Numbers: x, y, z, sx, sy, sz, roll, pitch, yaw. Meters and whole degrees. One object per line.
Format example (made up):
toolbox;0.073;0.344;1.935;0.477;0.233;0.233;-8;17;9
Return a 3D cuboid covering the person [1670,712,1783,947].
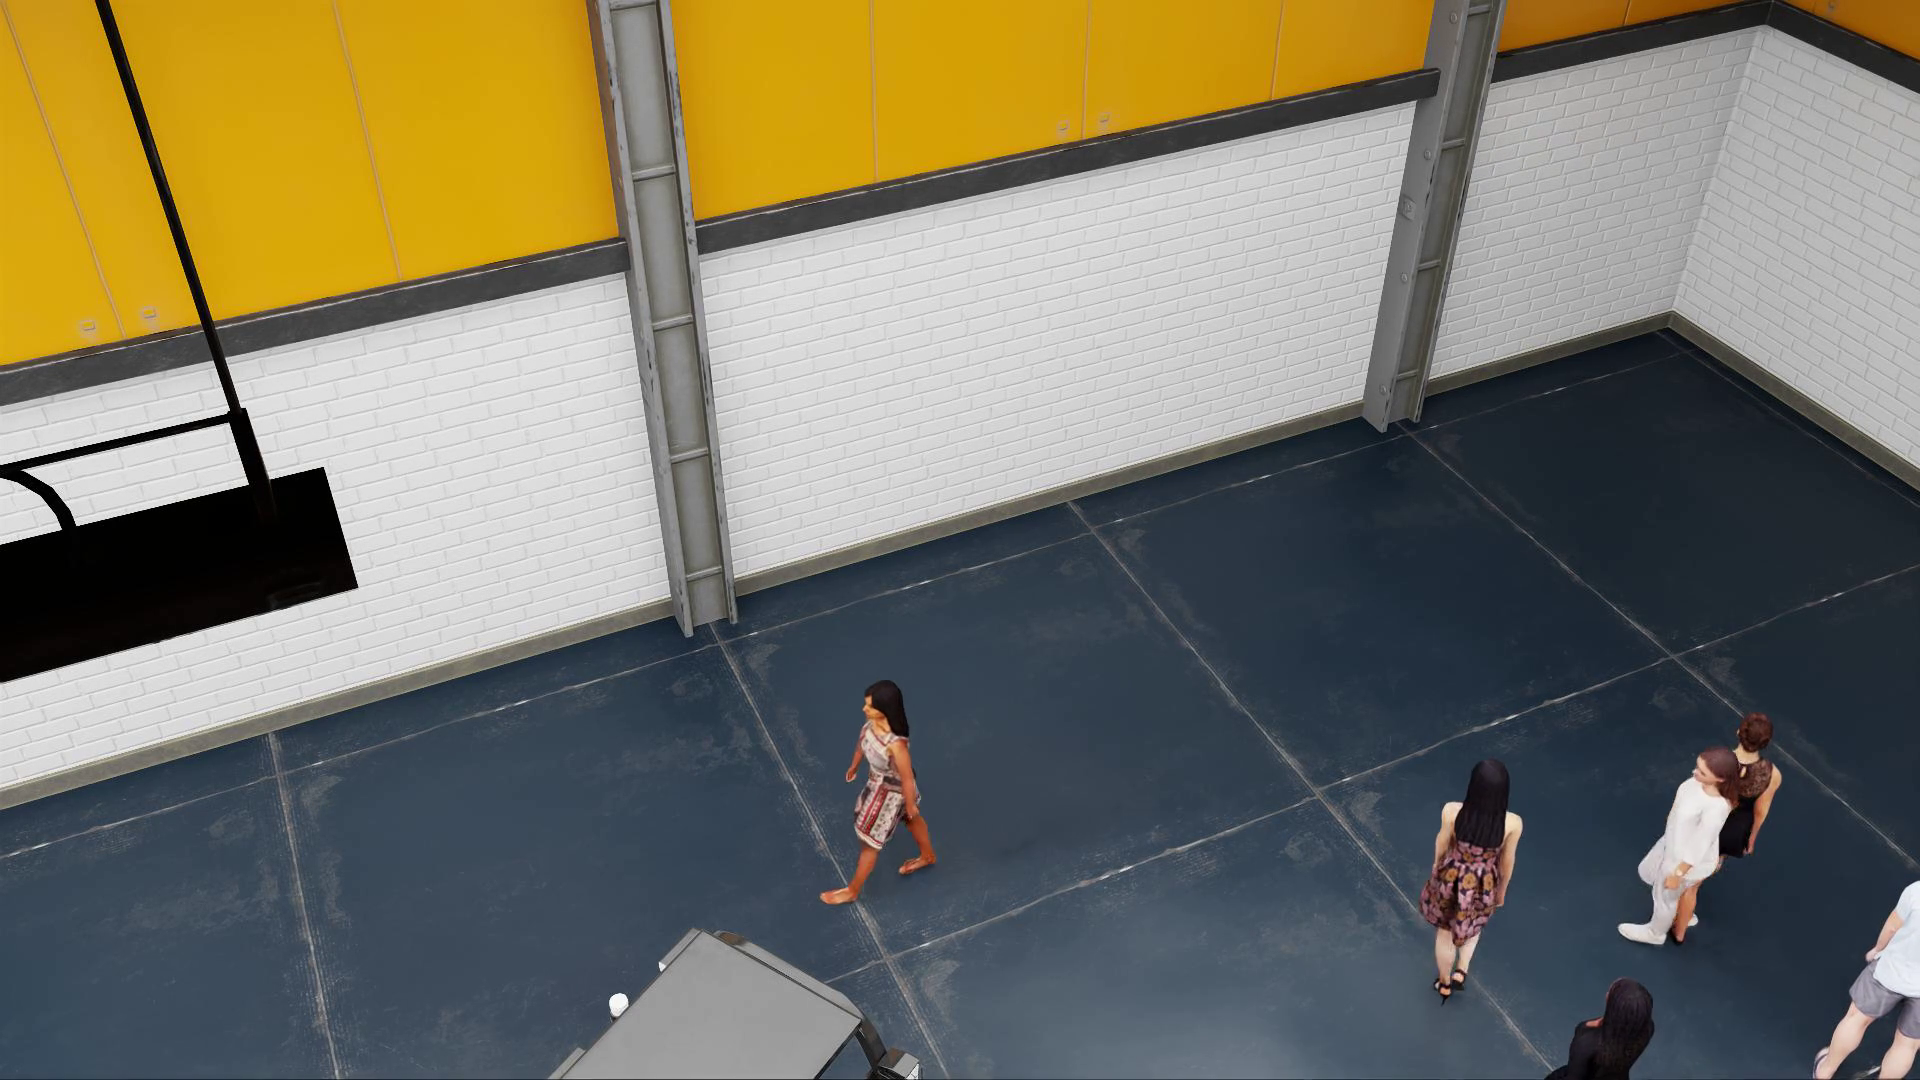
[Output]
person;4.220;1.655;9.265;0.940;1.653;0.987;11;40;14

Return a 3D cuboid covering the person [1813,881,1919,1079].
person;4.815;2.224;8.410;0.719;1.832;0.715;25;45;28

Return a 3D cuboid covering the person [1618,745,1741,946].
person;4.085;1.725;9.166;0.831;1.667;0.781;12;40;15

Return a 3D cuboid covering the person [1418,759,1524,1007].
person;2.685;1.907;8.861;0.792;1.764;0.845;7;39;9

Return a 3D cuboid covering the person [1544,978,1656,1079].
person;3.035;2.697;7.914;0.595;1.710;0.708;-13;40;-15

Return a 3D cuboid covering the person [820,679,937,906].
person;-0.313;1.392;9.625;1.007;1.615;0.700;-12;40;-15
